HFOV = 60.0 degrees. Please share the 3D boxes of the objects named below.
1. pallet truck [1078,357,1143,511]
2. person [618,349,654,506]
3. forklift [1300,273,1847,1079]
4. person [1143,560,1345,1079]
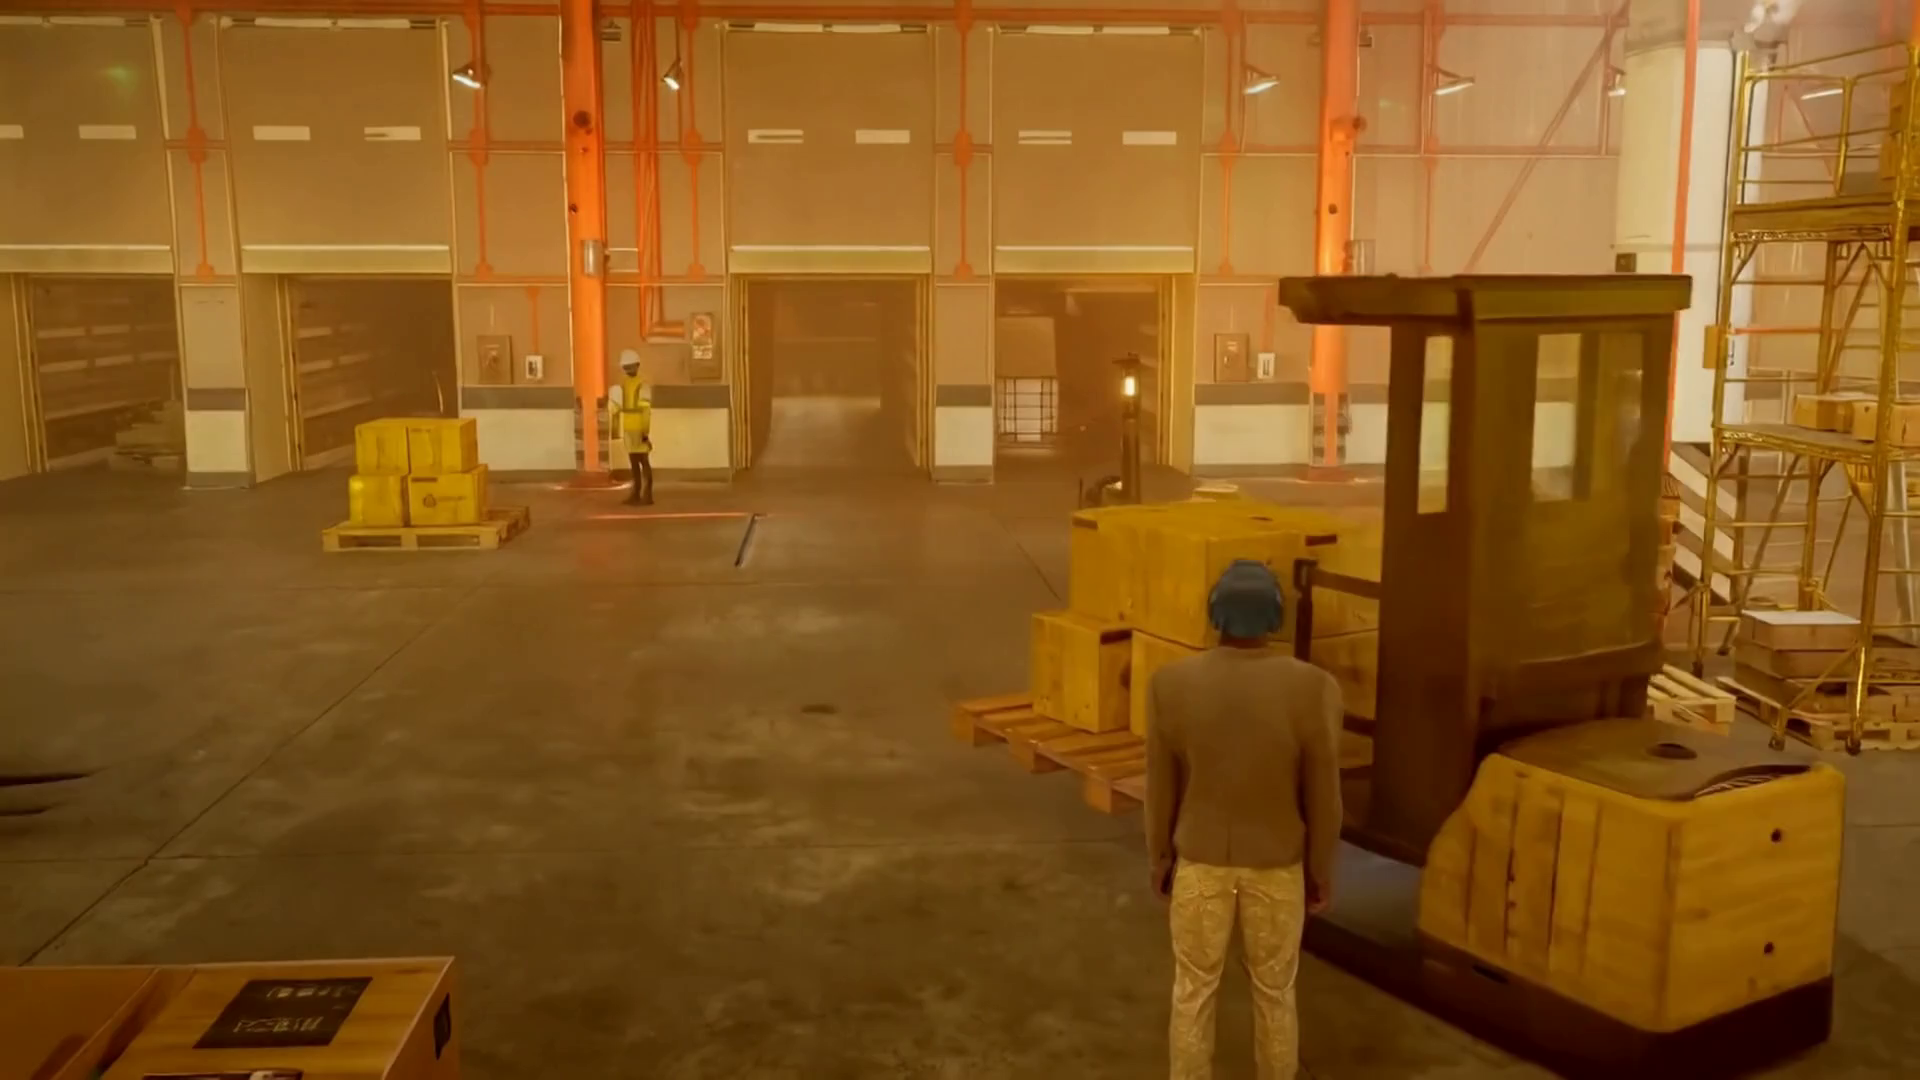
[{"bbox_3d":[2.088,-0.836,16.757,1.885,1.965,0.823,2,9,13],"label":"pallet truck"},{"bbox_3d":[-3.982,-1.377,20.380,0.389,1.930,0.544,-8,12,-42],"label":"person"},{"bbox_3d":[2.266,0.384,6.338,1.129,2.768,1.873,-5,10,-30],"label":"forklift"},{"bbox_3d":[0.889,1.024,5.293,0.628,1.931,0.357,1,9,8],"label":"person"}]
